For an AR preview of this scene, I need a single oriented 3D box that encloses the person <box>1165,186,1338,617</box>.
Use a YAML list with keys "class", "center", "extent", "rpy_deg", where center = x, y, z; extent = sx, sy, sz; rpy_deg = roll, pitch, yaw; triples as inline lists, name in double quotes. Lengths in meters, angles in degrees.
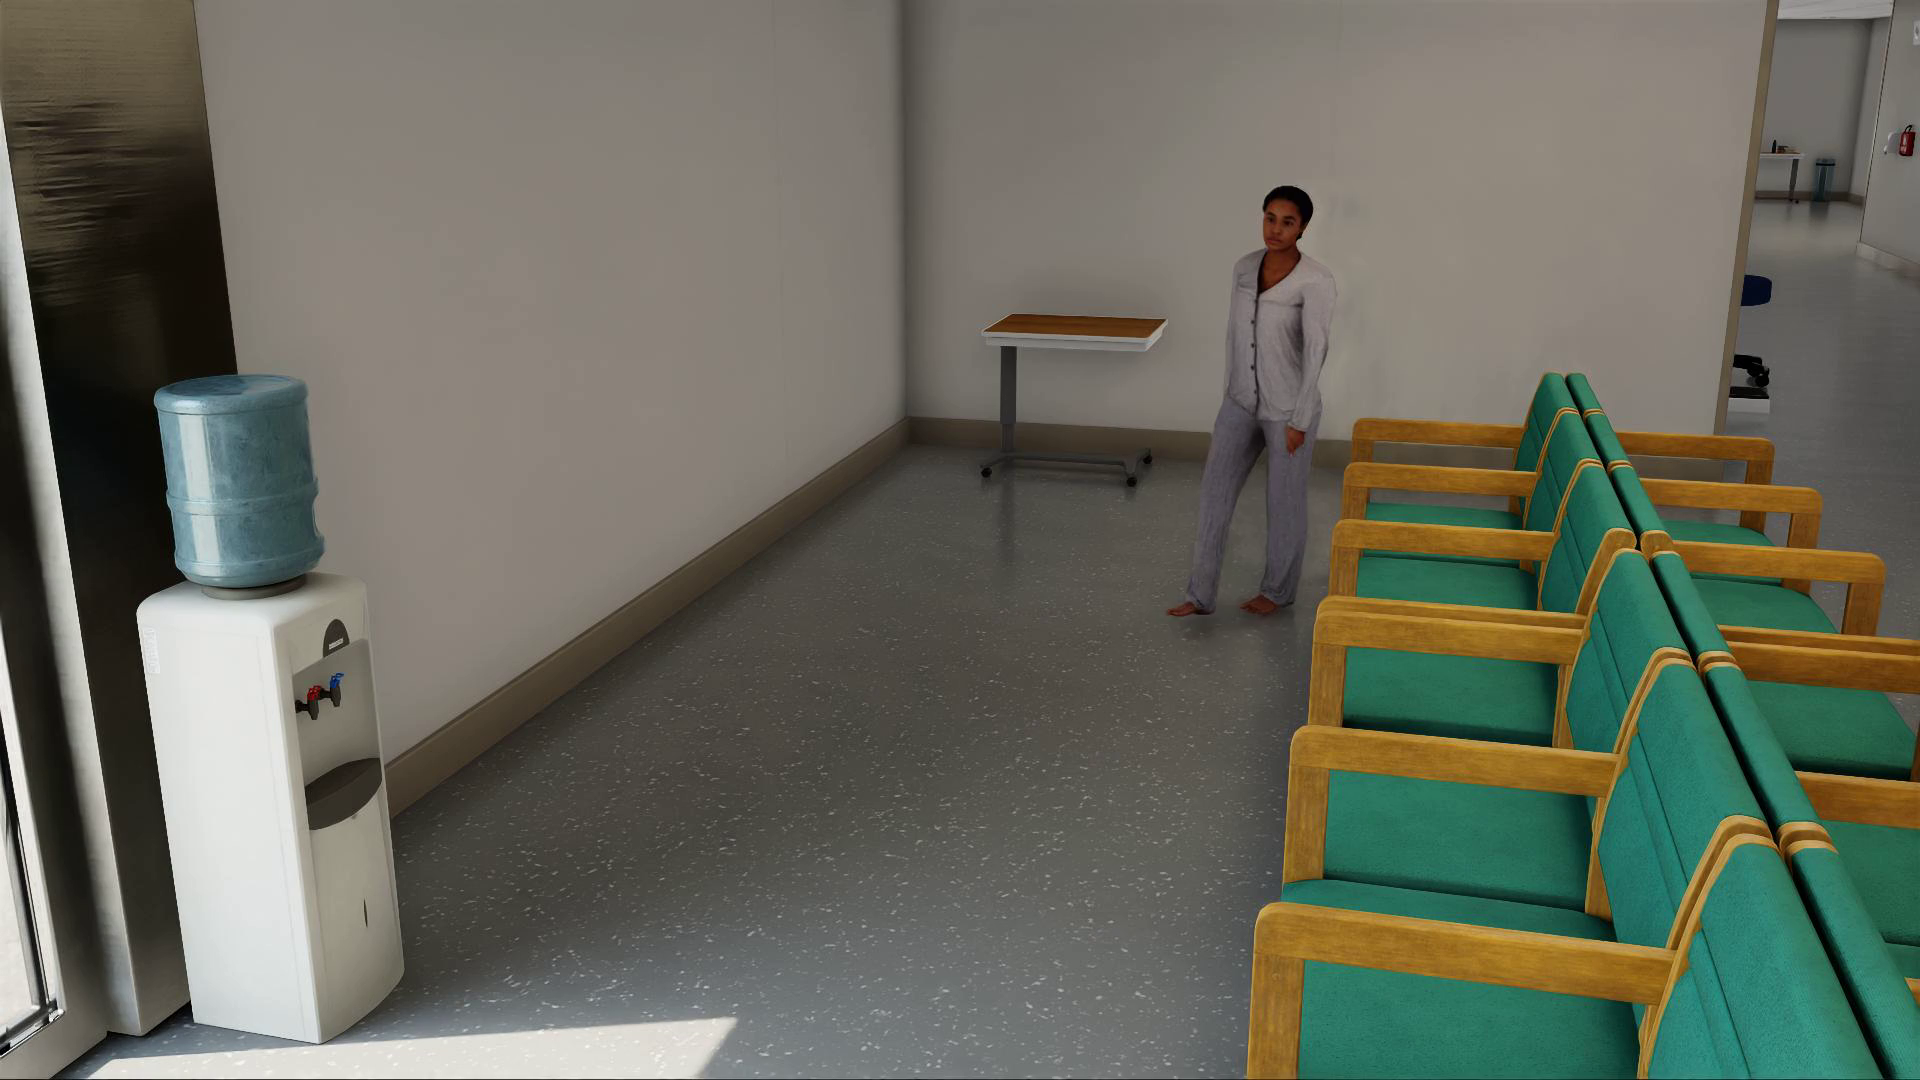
- class: "person"
  center: [1.284, -0.525, 6.602]
  extent: [0.969, 1.709, 0.970]
  rpy_deg: [-15, 22, -42]
